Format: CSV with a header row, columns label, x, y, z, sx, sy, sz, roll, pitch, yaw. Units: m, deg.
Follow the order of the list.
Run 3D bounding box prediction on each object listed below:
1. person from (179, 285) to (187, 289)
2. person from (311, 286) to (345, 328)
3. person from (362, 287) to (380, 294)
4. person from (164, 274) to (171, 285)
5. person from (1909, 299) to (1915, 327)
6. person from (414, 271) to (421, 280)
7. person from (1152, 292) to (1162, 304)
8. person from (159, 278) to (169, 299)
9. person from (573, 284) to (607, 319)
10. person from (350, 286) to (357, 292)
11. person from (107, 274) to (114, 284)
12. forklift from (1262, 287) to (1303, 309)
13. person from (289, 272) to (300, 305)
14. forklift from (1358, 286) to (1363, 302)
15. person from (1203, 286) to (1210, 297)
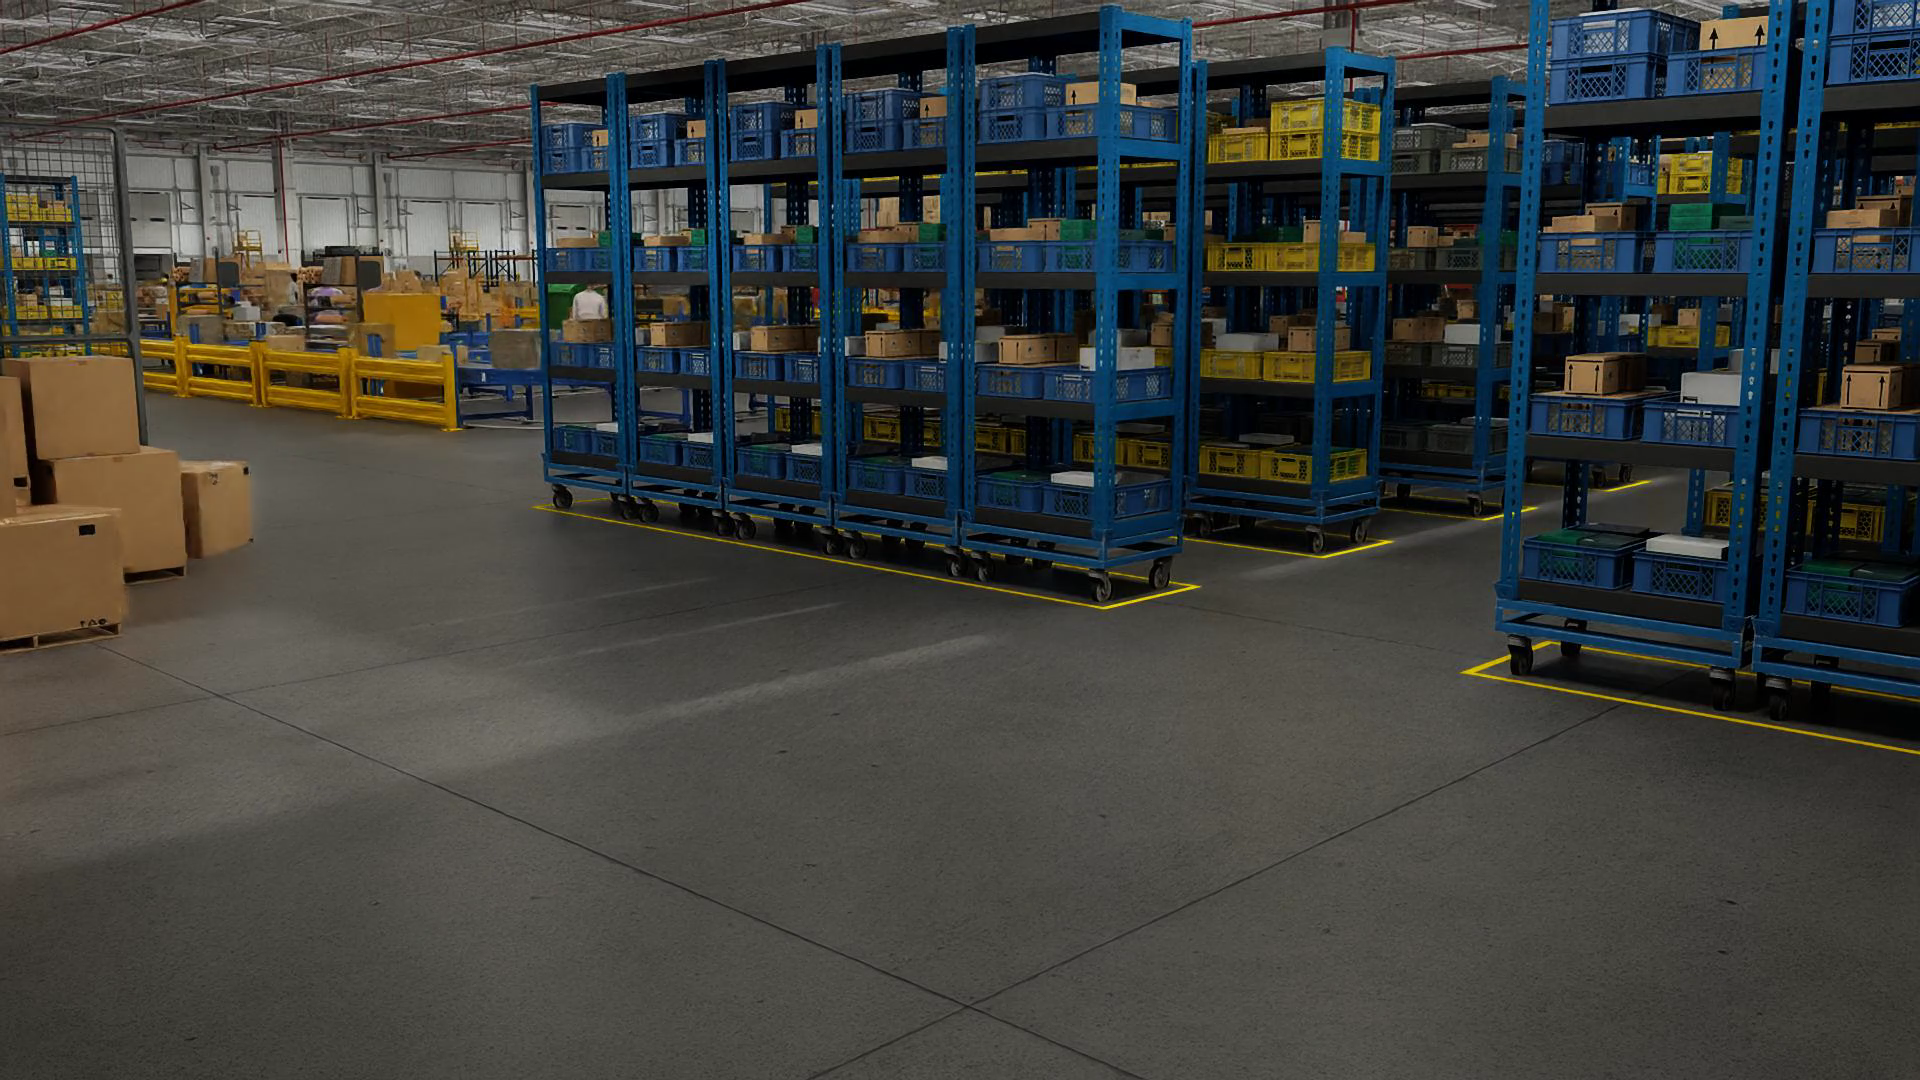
label,x,y,z,sx,sy,sz,roll,pitch,yaw
person,-34.067,-10.751,73.038,0.576,1.850,0.933,5,10,27
person,-12.404,-4.265,32.651,0.615,2.041,0.376,-5,11,-29
person,-19.083,-7.674,53.929,0.564,1.919,0.413,-1,9,-5
person,-41.210,-12.963,86.698,0.902,1.801,0.645,-2,10,-13
person,12.283,-2.390,21.321,0.390,1.990,0.610,5,11,29
person,-28.693,-13.267,87.853,0.896,2.000,0.768,-7,11,-35
person,6.348,-7.451,53.442,0.282,1.633,0.500,-3,10,-20
person,-30.654,-9.221,63.996,0.604,1.725,0.497,2,9,11
person,-7.289,-4.191,32.779,0.663,1.864,0.405,1,9,5
person,-31.974,-13.175,87.639,0.380,1.924,0.593,0,9,2
person,-40.882,-11.886,80.007,0.521,1.847,0.841,5,10,28
forklift,10.769,-8.203,54.240,1.129,2.768,1.873,8,12,42
person,-23.710,-8.546,59.165,0.603,1.949,0.618,-6,11,-34
forklift,11.100,-7.017,46.970,1.873,2.768,1.129,9,13,43
person,8.153,-7.647,54.677,0.336,1.631,0.515,-8,12,-40
